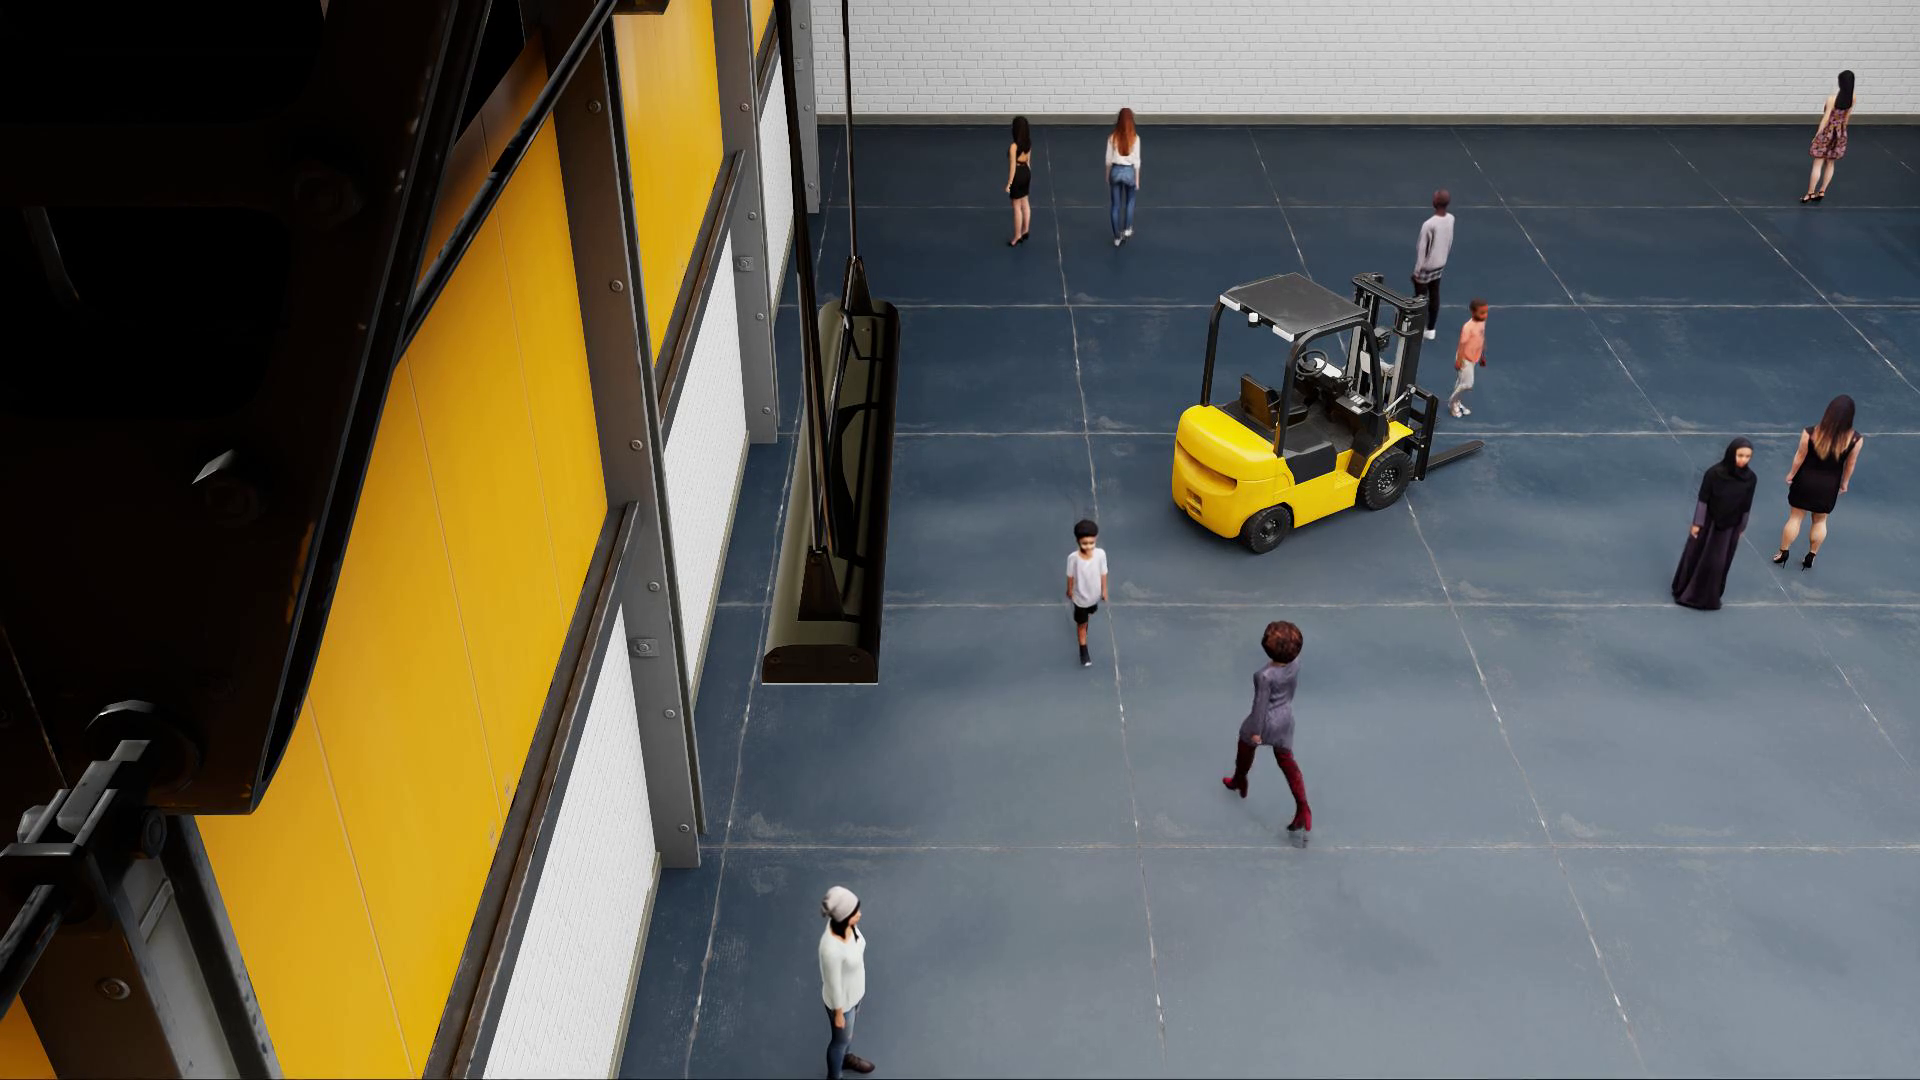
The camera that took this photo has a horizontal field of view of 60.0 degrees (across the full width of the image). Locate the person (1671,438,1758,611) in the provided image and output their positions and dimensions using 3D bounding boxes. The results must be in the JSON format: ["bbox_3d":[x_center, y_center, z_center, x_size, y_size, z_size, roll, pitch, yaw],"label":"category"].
[{"bbox_3d":[6.456,-0.165,14.188,0.652,1.613,0.667,7,34,10],"label":"person"}]

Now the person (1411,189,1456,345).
[{"bbox_3d":[5.202,-3.020,18.340,0.695,1.772,0.710,-20,39,-27],"label":"person"}]

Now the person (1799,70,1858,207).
[{"bbox_3d":[11.340,-5.247,21.686,0.733,1.777,0.749,-8,34,-12],"label":"person"}]

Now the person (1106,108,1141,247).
[{"bbox_3d":[2.001,-4.458,20.554,0.704,1.714,0.834,7,34,11],"label":"person"}]

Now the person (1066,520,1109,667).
[{"bbox_3d":[1.045,0.360,13.731,0.561,1.245,0.903,-4,34,-7],"label":"person"}]

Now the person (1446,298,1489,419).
[{"bbox_3d":[5.169,-1.908,17.093,0.571,1.300,0.626,-26,41,-33],"label":"person"}]

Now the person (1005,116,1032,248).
[{"bbox_3d":[0.743,-4.435,20.579,0.690,1.649,0.601,23,40,31],"label":"person"}]

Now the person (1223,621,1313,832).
[{"bbox_3d":[2.282,1.354,11.848,1.011,1.674,1.167,-21,39,-28],"label":"person"}]

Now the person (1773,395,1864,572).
[{"bbox_3d":[7.523,-0.491,14.584,0.729,1.718,0.713,11,35,16],"label":"person"}]

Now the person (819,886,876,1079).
[{"bbox_3d":[-0.694,2.673,9.889,0.661,1.646,0.482,6,34,10],"label":"person"}]
